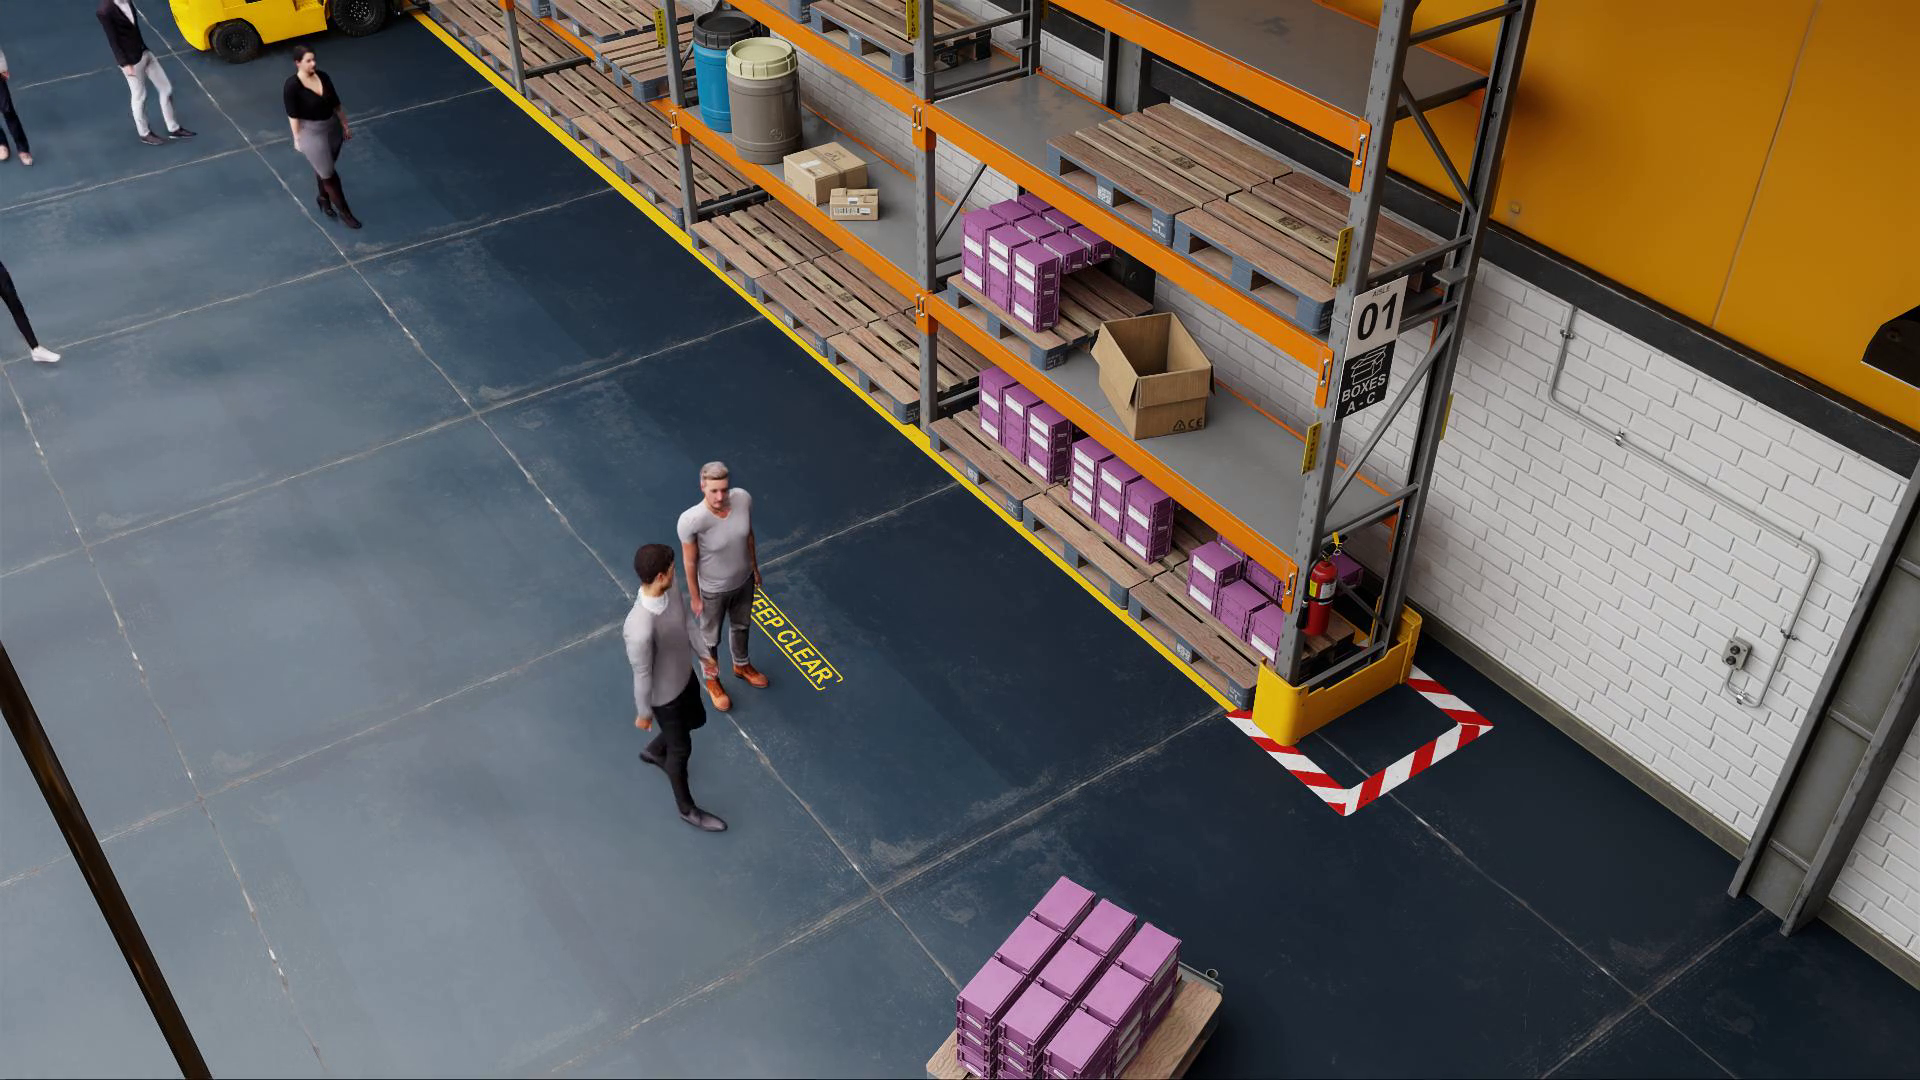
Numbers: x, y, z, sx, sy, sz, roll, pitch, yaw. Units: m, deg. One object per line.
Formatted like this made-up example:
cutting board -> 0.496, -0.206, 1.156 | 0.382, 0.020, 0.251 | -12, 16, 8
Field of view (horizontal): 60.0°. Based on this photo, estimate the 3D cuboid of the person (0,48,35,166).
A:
person -> -9.770, -4.678, 16.566 | 0.790, 1.828, 0.902 | -14, 41, -17

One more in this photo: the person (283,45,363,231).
person -> -6.045, -3.775, 15.517 | 1.048, 1.727, 0.886 | 21, 43, 24

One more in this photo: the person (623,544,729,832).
person -> -1.739, 0.786, 9.668 | 1.090, 1.898, 1.026 | 14, 41, 17

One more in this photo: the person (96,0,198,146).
person -> -8.437, -4.873, 16.816 | 0.979, 1.822, 0.918 | 7, 39, 8

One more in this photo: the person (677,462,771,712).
person -> -1.481, 0.247, 10.399 | 0.717, 1.828, 0.597 | -30, 48, -32
